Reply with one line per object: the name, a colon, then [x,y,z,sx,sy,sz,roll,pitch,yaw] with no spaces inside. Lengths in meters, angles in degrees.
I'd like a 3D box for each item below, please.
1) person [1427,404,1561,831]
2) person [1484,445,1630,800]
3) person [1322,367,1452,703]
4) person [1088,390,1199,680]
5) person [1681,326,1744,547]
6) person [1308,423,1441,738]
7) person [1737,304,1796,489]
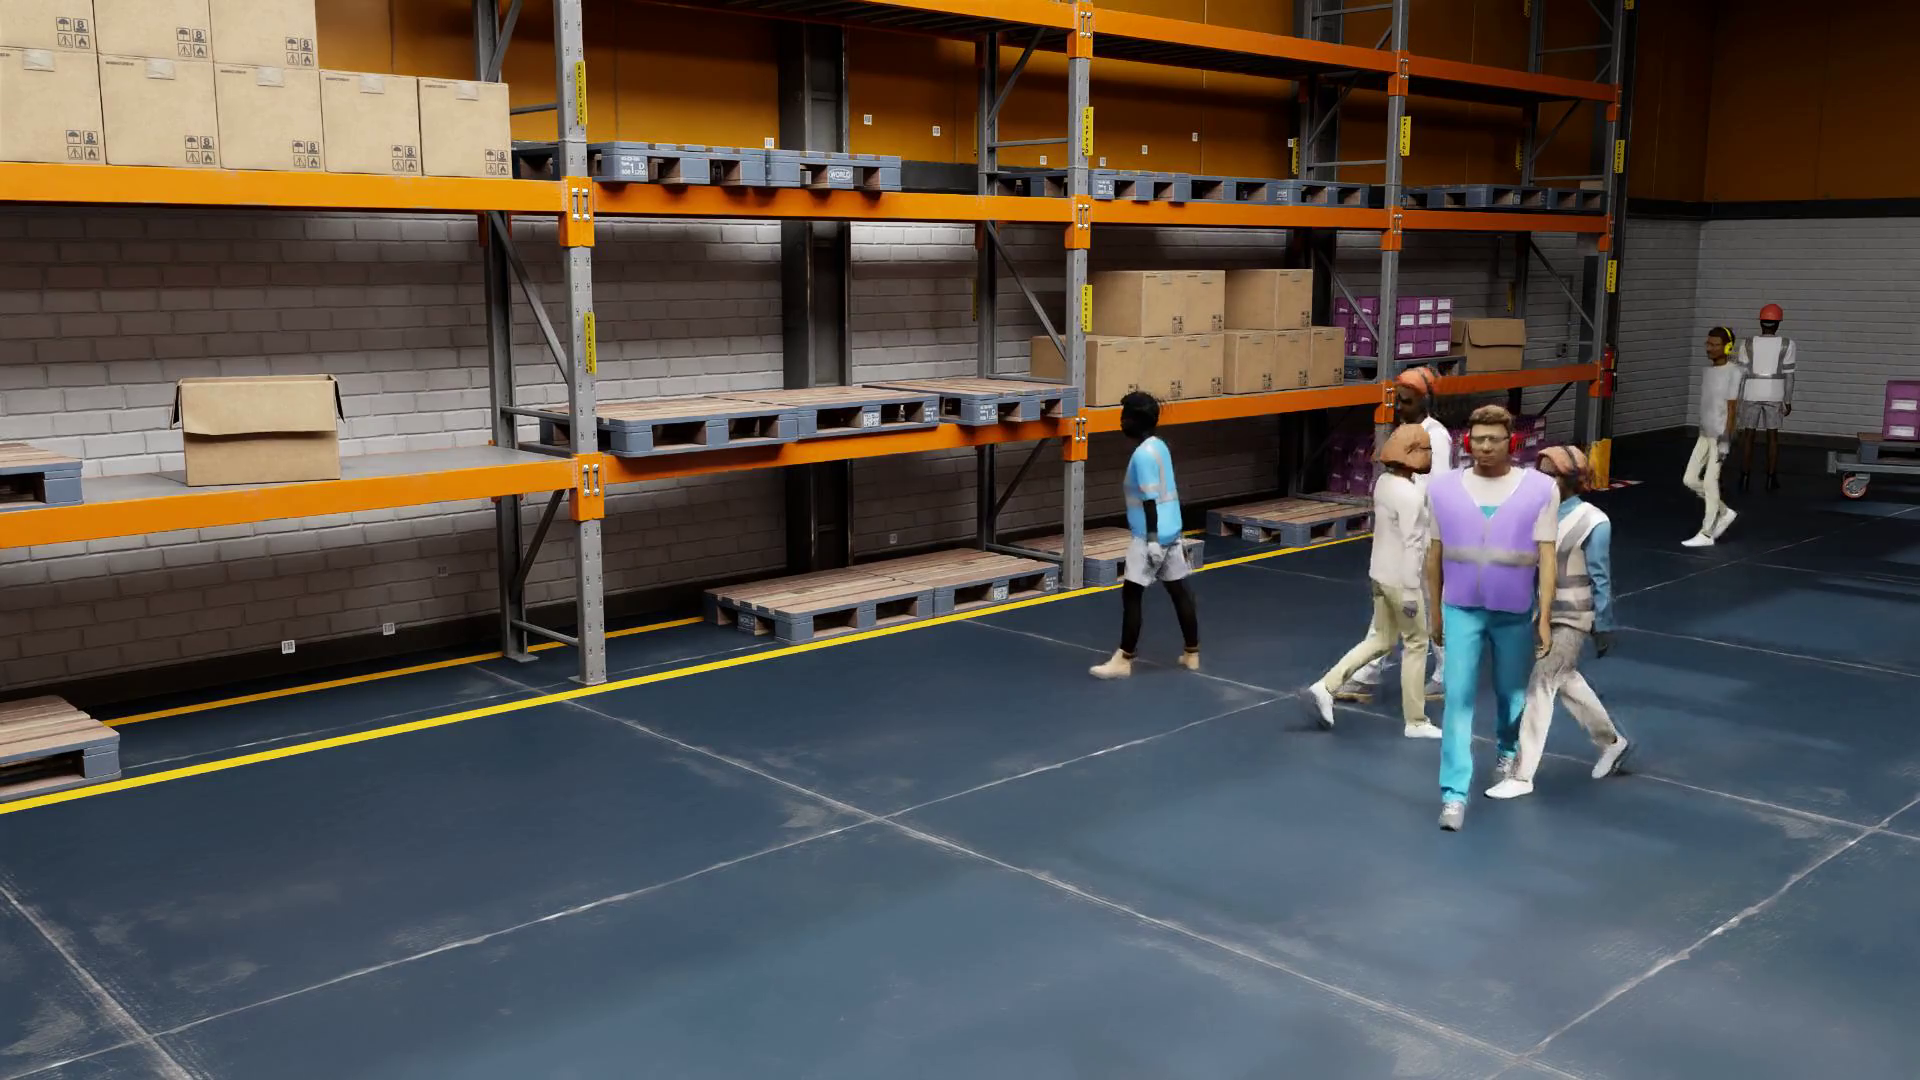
person: [2.332,0.293,7.321,0.573,1.811,0.947,4,11,24]
person: [2.771,0.354,7.562,0.835,1.601,0.508,-3,10,-19]
person: [2.358,-0.014,9.005,0.902,1.834,0.611,0,10,2]
person: [1.120,-0.031,9.641,0.593,1.663,0.566,3,10,20]
person: [6.332,-0.855,13.908,0.467,1.855,0.516,-2,10,-13]
person: [2.145,0.211,8.377,0.655,1.612,0.518,-1,10,-6]
person: [8.414,-1.498,17.409,0.553,1.935,0.361,5,11,27]
